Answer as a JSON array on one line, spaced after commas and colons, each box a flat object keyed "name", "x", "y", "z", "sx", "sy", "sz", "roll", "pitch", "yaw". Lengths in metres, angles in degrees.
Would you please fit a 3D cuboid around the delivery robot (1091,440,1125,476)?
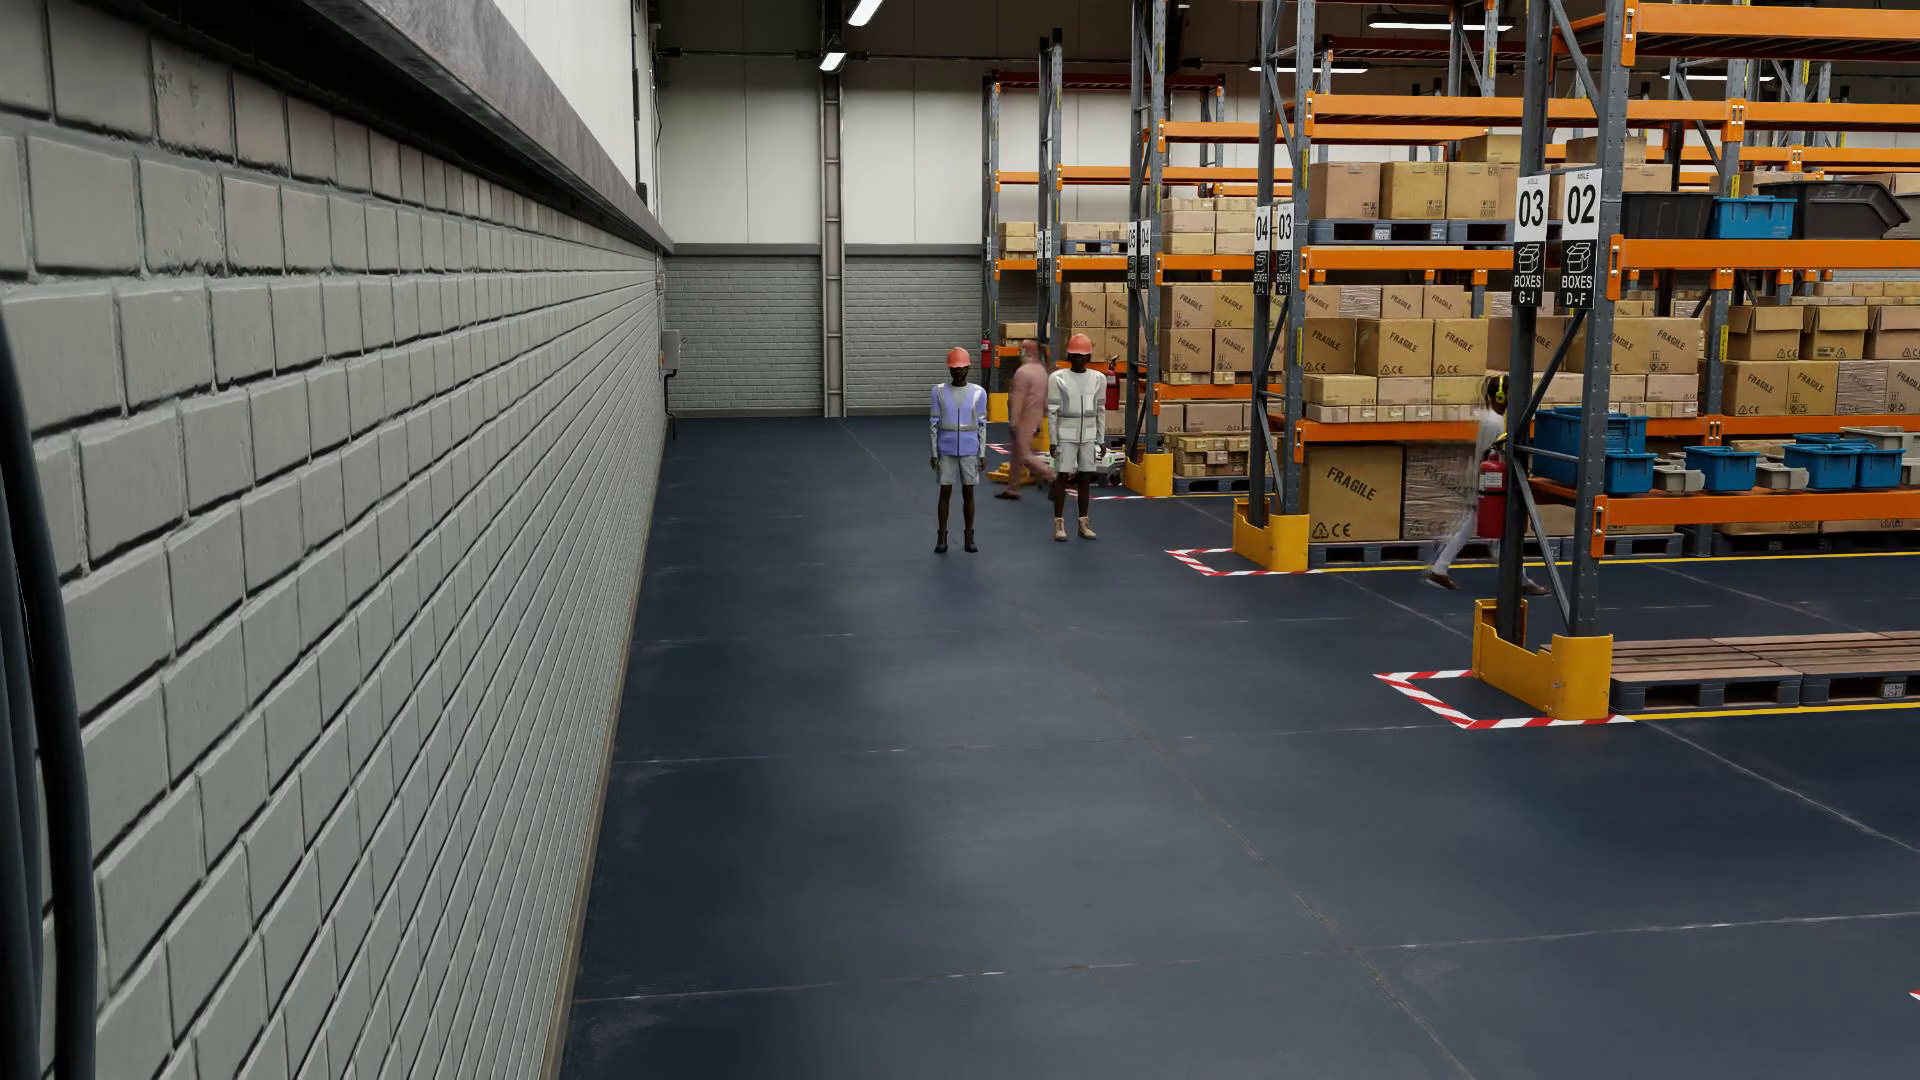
[{"name": "delivery robot", "x": 1.690, "y": -0.993, "z": 20.547, "sx": 0.707, "sy": 0.478, "sz": 0.477, "roll": 8, "pitch": 12, "yaw": 42}]

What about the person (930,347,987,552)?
[{"name": "person", "x": -0.015, "y": -0.842, "z": 15.652, "sx": 0.542, "sy": 1.939, "sz": 0.361, "roll": 0, "pitch": 9, "yaw": -2}]

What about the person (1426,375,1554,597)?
[{"name": "person", "x": 4.334, "y": -0.445, "z": 13.604, "sx": 1.010, "sy": 1.822, "sz": 0.536, "roll": 3, "pitch": 10, "yaw": 16}]

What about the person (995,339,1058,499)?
[{"name": "person", "x": 0.791, "y": -1.369, "z": 19.107, "sx": 0.799, "sy": 1.873, "sz": 0.668, "roll": 3, "pitch": 10, "yaw": 19}]

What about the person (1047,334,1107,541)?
[{"name": "person", "x": 1.160, "y": -1.004, "z": 16.345, "sx": 0.608, "sy": 2.040, "sz": 0.394, "roll": -2, "pitch": 10, "yaw": -15}]

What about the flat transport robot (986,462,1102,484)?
[{"name": "flat transport robot", "x": 1.091, "y": -0.891, "z": 21.083, "sx": 1.431, "sy": 0.197, "sz": 0.652, "roll": -6, "pitch": 11, "yaw": -35}]

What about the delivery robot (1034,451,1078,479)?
[{"name": "delivery robot", "x": 1.204, "y": -0.941, "z": 20.235, "sx": 0.477, "sy": 0.478, "sz": 0.707, "roll": 7, "pitch": 11, "yaw": 36}]
